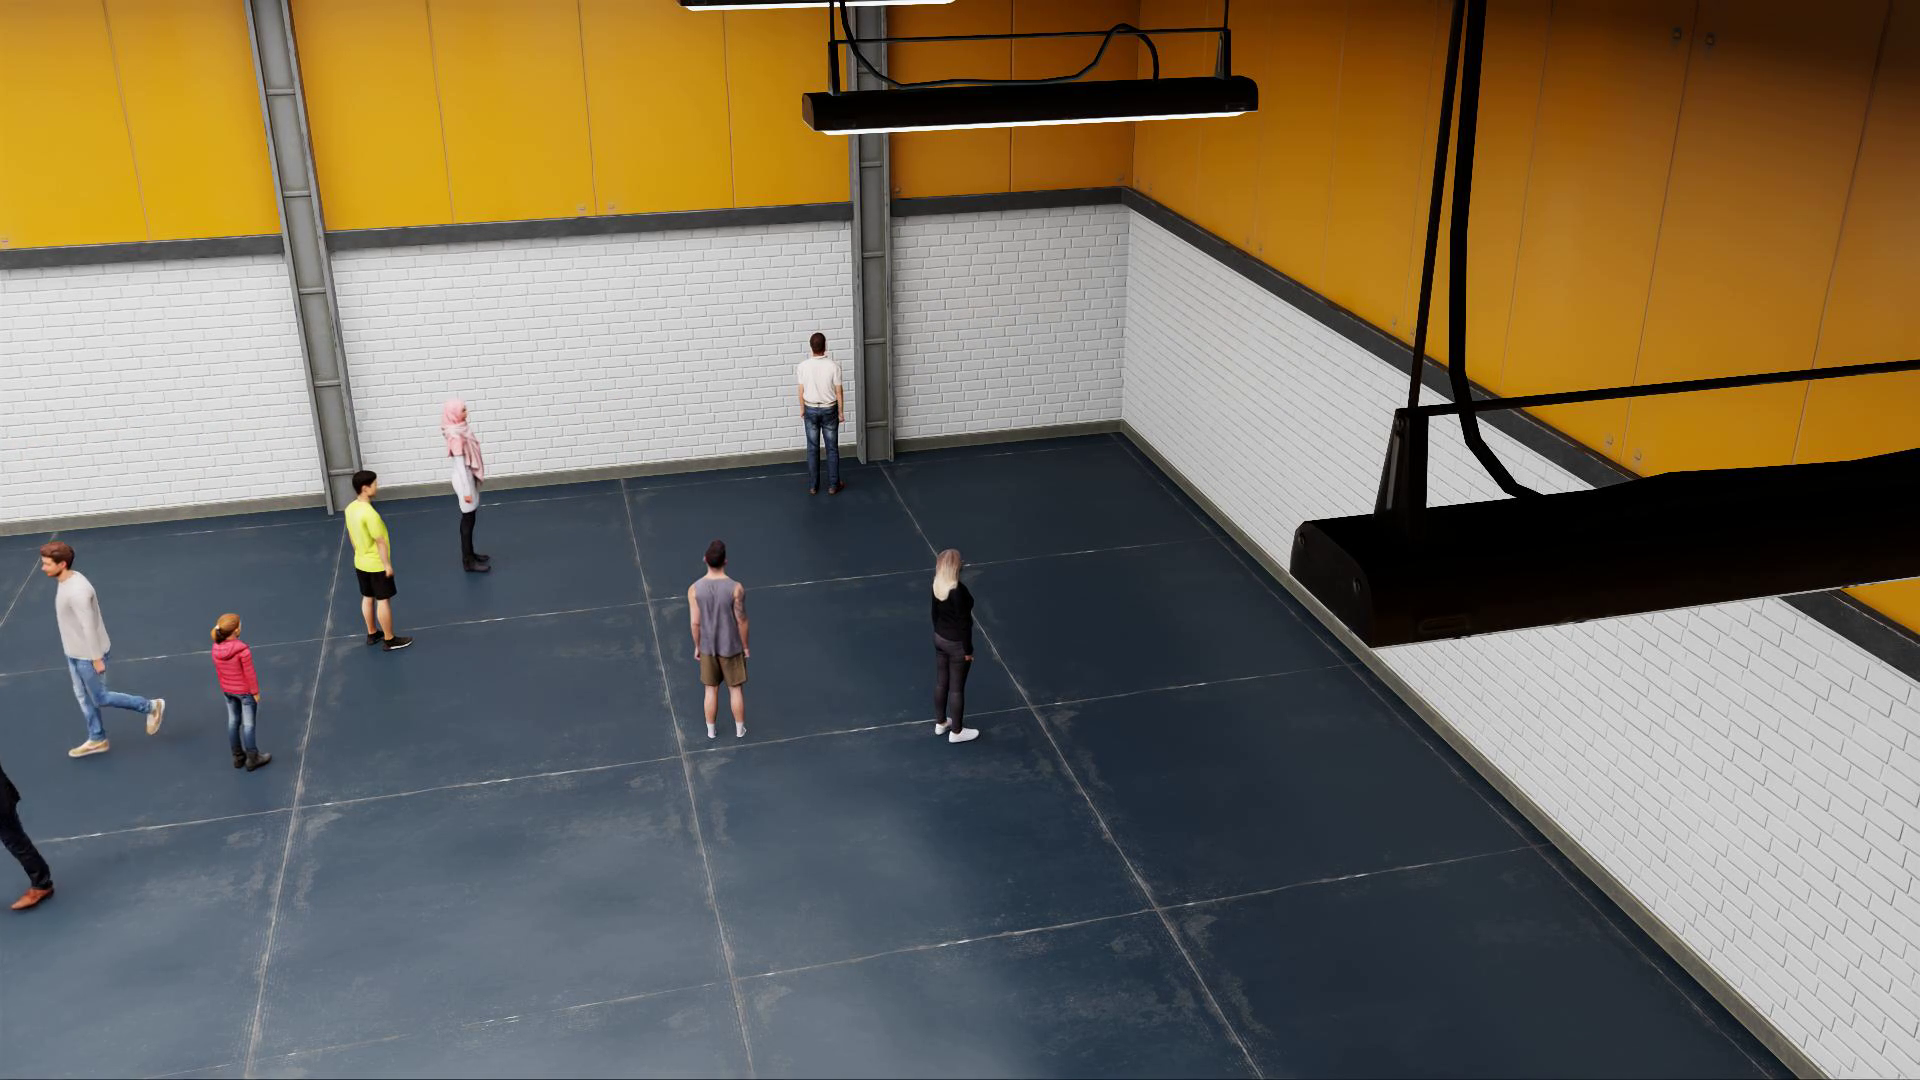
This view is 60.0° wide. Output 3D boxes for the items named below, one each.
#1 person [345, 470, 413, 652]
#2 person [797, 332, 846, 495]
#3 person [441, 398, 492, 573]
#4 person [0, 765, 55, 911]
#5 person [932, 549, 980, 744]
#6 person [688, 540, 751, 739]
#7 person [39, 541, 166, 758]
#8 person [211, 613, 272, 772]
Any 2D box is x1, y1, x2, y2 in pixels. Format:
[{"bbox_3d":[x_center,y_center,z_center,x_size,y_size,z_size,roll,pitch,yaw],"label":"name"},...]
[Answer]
[{"bbox_3d":[-5.349,0.184,15.121,0.705,1.706,0.733,18,29,35],"label":"person"},{"bbox_3d":[-1.558,-1.419,18.599,0.633,1.856,0.789,2,24,4],"label":"person"},{"bbox_3d":[-4.973,-0.562,16.706,0.566,1.803,0.623,-6,24,-14],"label":"person"},{"bbox_3d":[-6.591,1.766,11.423,1.041,1.769,1.128,15,28,30],"label":"person"},{"bbox_3d":[-0.075,0.857,13.604,0.651,1.687,0.672,-16,28,-32],"label":"person"},{"bbox_3d":[-1.970,0.858,13.656,0.588,1.847,0.756,0,24,-1],"label":"person"},{"bbox_3d":[-6.916,0.862,13.353,1.097,1.880,0.899,-17,29,-34],"label":"person"},{"bbox_3d":[-5.763,1.211,13.265,0.568,1.310,0.644,9,25,19],"label":"person"}]
